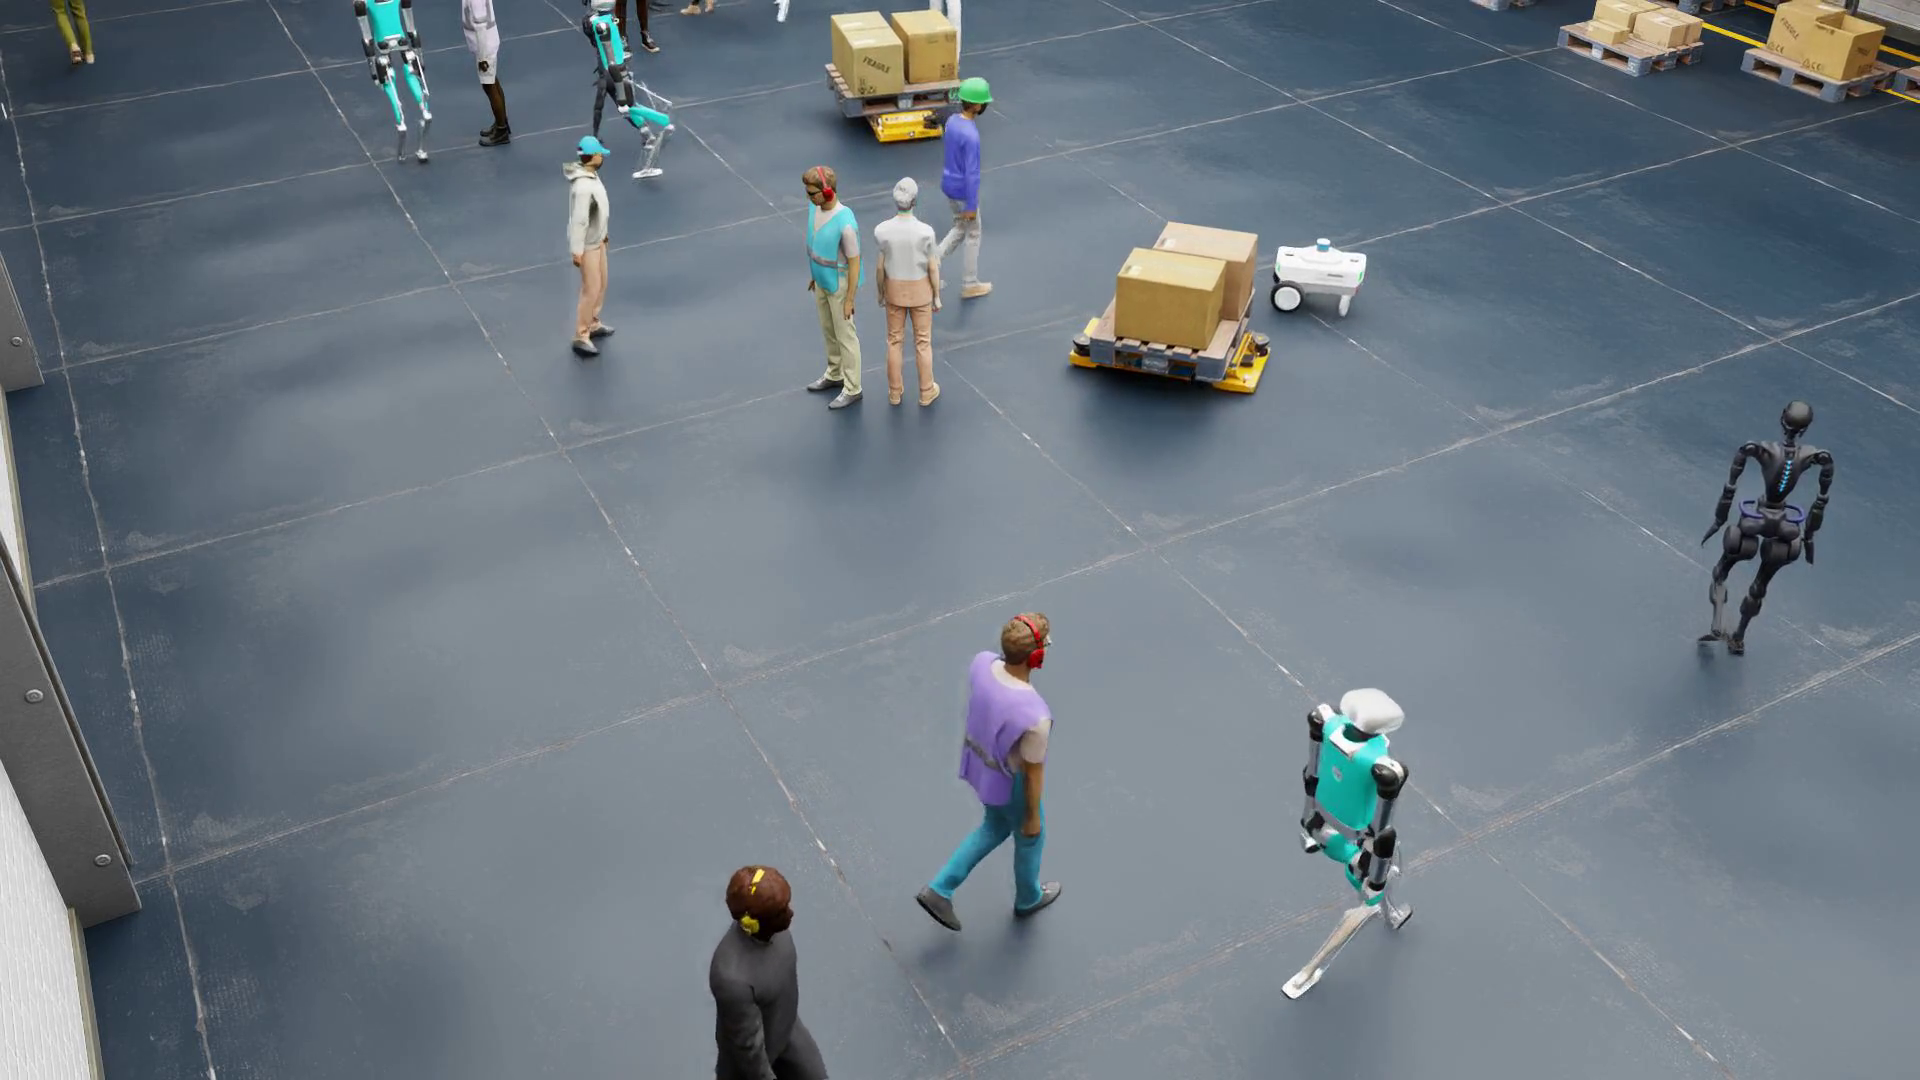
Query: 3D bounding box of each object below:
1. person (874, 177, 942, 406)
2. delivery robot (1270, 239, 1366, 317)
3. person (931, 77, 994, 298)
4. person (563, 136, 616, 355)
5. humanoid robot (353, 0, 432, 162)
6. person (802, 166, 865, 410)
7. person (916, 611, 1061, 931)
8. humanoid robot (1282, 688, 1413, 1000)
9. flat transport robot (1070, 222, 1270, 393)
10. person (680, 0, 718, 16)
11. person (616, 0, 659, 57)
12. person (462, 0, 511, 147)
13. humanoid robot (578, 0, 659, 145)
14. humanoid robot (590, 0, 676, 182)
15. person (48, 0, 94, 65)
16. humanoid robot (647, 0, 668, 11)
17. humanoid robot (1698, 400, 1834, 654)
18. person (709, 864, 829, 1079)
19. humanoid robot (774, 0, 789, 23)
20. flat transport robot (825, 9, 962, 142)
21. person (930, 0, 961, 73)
[{"bbox_3d":[-0.366,-1.773,11.958,0.468,1.747,0.321,5,35,7],"label":"person"},{"bbox_3d":[2.891,-2.156,13.562,0.785,0.614,0.499,7,36,10],"label":"delivery robot"},{"bbox_3d":[-0.012,-2.794,13.328,0.571,1.849,0.484,-16,38,-22],"label":"person"},{"bbox_3d":[-2.823,-2.257,12.742,0.438,1.633,0.580,-1,35,-2],"label":"person"},{"bbox_3d":[-5.246,-4.356,15.686,0.533,1.818,0.752,-19,39,-25],"label":"humanoid robot"},{"bbox_3d":[-0.902,-1.823,11.951,0.396,1.835,0.567,-20,40,-26],"label":"person"},{"bbox_3d":[0.165,1.131,7.757,0.691,1.812,0.573,-20,40,-26],"label":"person"},{"bbox_3d":[1.933,1.330,7.613,0.926,1.828,0.530,-21,40,-27],"label":"humanoid robot"},{"bbox_3d":[1.623,-1.465,12.807,1.431,0.231,0.659,11,37,16],"label":"flat transport robot"},{"bbox_3d":[-3.116,-6.908,19.343,0.485,1.673,0.559,8,36,11],"label":"person"},{"bbox_3d":[-3.642,-6.342,18.293,0.605,1.966,0.368,-20,40,-26],"label":"person"},{"bbox_3d":[-4.652,-4.786,16.106,0.383,1.929,0.541,-7,36,-10],"label":"person"},{"bbox_3d":[-3.387,-4.574,16.086,0.802,1.639,0.603,-5,35,-8],"label":"humanoid robot"},{"bbox_3d":[-2.923,-4.094,15.318,0.785,1.829,0.571,-5,35,-7],"label":"humanoid robot"},{"bbox_3d":[-9.711,-6.032,17.976,0.556,1.818,0.528,-17,38,-23],"label":"person"},{"bbox_3d":[-3.631,-7.104,19.640,0.373,1.638,0.602,-2,35,-2],"label":"humanoid robot"},{"bbox_3d":[4.629,-0.048,9.555,0.609,1.642,0.375,9,36,12],"label":"humanoid robot"},{"bbox_3d":[-0.774,1.968,6.554,0.999,1.822,0.500,14,37,19],"label":"person"},{"bbox_3d":[-2.028,-6.999,19.443,0.574,1.771,0.905,7,36,11],"label":"humanoid robot"},{"bbox_3d":[-0.675,-4.449,17.068,0.659,0.231,1.431,-9,36,-13],"label":"flat transport robot"},{"bbox_3d":[-0.167,-5.967,17.862,0.598,1.839,0.931,-1,35,-1],"label":"person"}]
